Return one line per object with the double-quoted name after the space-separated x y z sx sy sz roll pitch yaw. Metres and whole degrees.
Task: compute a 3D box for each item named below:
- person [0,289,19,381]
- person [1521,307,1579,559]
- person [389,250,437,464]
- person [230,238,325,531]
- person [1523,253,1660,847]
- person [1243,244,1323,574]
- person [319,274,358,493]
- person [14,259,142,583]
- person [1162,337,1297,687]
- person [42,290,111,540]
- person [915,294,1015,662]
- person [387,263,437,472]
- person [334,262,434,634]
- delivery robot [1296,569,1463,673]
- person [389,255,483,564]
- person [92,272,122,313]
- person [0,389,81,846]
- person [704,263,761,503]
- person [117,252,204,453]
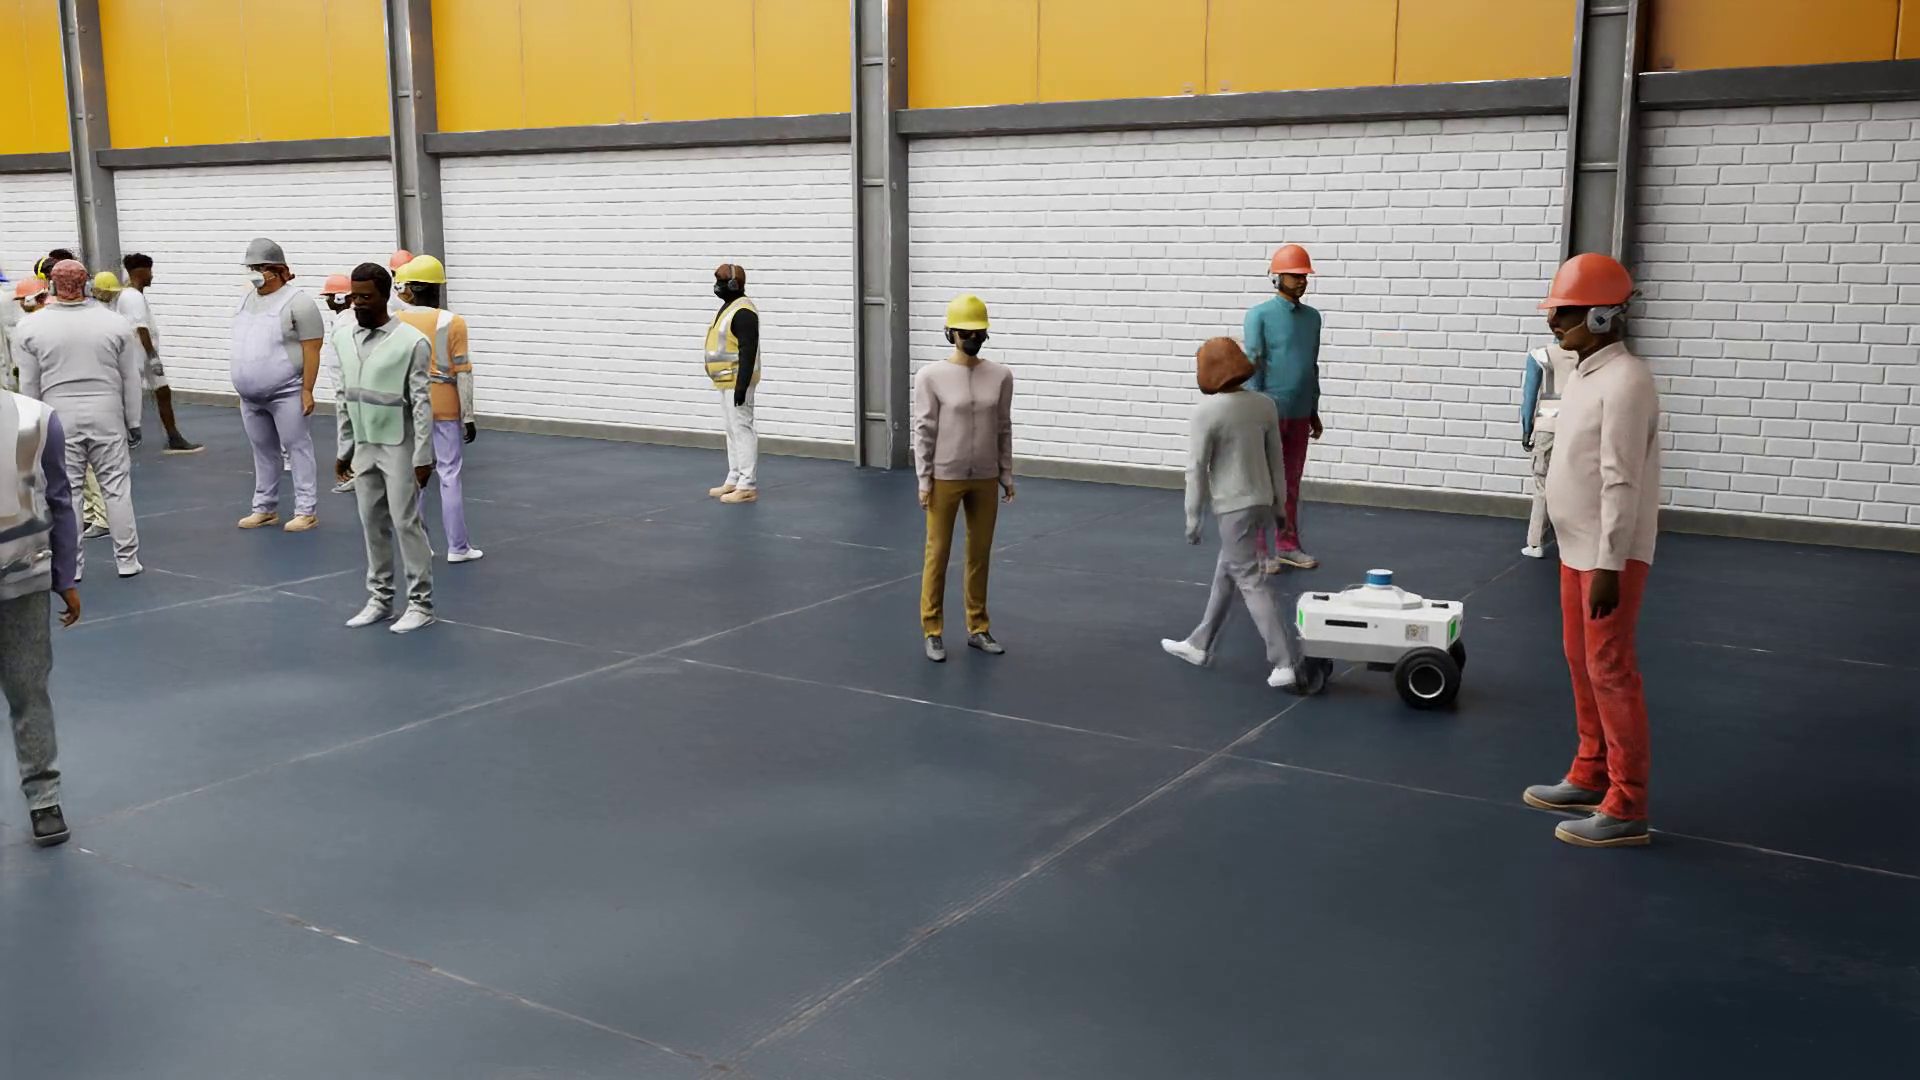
-8.819 -1.627 15.056 0.615 1.884 0.590 5 12 27 "person"
3.811 -0.679 10.535 0.514 1.634 0.313 1 10 3 "person"
-4.899 -1.588 14.740 0.365 1.930 0.546 7 12 34 "person"
-4.795 -1.073 11.576 0.676 2.000 0.536 4 11 19 "person"
2.132 0.030 5.654 0.431 1.981 0.636 1 10 4 "person"
1.985 -0.800 10.190 0.612 1.995 0.376 -7 12 -35 "person"
-4.955 -1.262 13.419 0.330 1.751 0.565 -2 10 -13 "person"
-5.205 -0.699 9.878 0.642 1.909 0.409 -6 12 -30 "person"
1.276 -0.132 7.623 0.507 1.582 0.842 -8 13 -37 "person"
-5.999 -0.883 11.306 0.328 1.753 0.573 -9 13 -40 "person"
0.033 -0.298 8.042 0.526 1.768 0.331 -5 11 -25 "person"
-4.737 -1.467 14.363 0.403 1.825 0.592 4 11 22 "person"
-2.969 -0.476 8.643 0.593 1.910 0.387 5 11 26 "person"
1.863 0.375 7.409 0.707 0.478 0.477 3 11 19 "delivery robot"
-3.303 -0.803 10.393 0.584 1.927 0.367 1 10 8 "person"
-8.233 -1.723 16.115 0.345 1.715 0.549 -4 11 -19 "person"
-3.225 0.134 5.468 0.600 1.829 0.404 -6 12 -29 "person"
-1.761 -1.213 12.904 0.429 1.845 0.620 -4 11 -20 "person"
-7.759 -1.734 15.587 1.009 1.920 0.617 -4 11 -20 "person"
